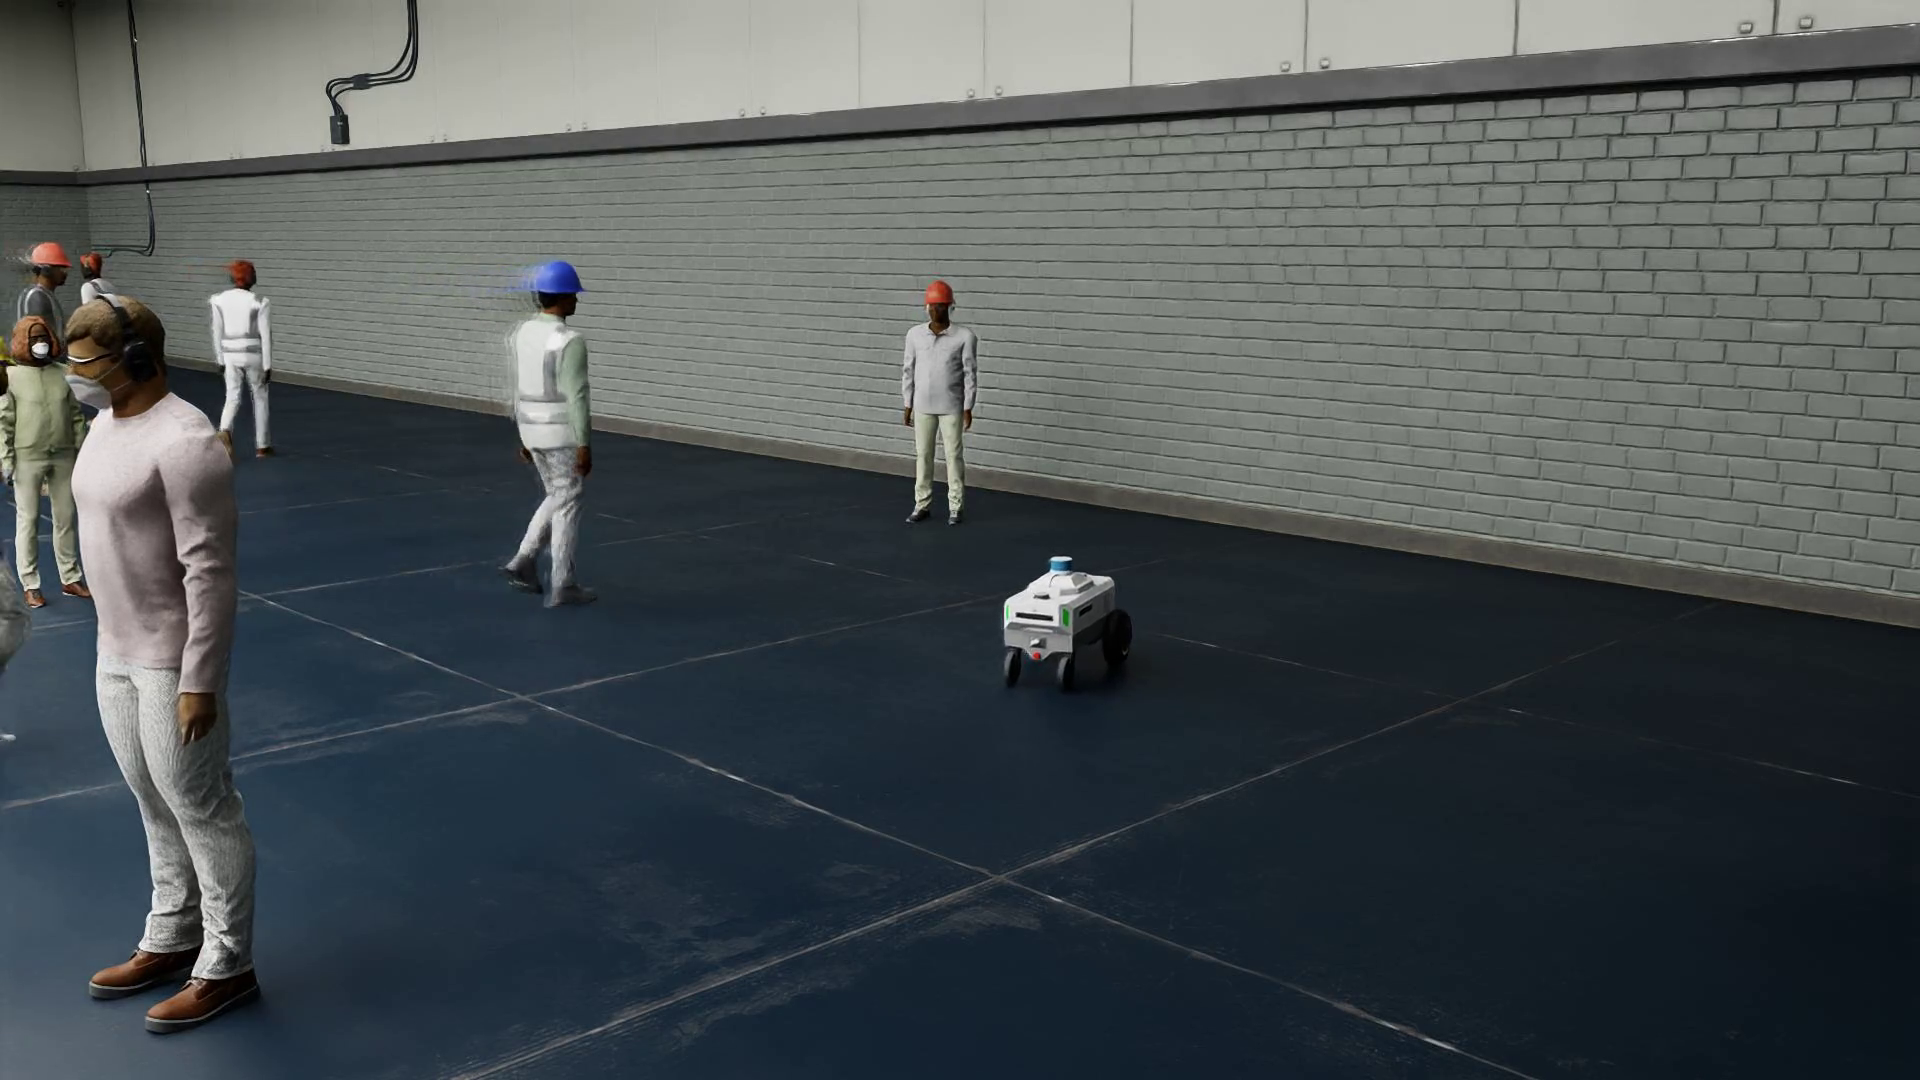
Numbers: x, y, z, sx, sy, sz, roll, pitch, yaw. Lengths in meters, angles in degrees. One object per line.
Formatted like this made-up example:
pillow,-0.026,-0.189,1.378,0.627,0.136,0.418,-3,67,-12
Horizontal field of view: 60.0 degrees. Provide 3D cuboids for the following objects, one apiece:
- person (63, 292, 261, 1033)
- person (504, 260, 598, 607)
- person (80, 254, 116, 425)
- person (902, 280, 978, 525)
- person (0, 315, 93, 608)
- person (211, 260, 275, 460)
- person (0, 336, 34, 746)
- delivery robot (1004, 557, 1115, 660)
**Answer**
person,-2.114,0.321,4.390,0.627,1.934,0.372,9,14,40
person,-2.246,-0.581,9.283,0.636,1.935,0.453,9,14,42
person,-9.460,-2.203,18.317,0.352,1.877,0.585,0,10,-2
person,-0.155,-0.988,12.005,0.563,1.755,0.320,3,11,17
person,-5.169,-0.448,9.396,0.279,1.633,0.505,7,12,33
person,-6.640,-1.656,15.387,0.578,1.864,0.816,0,10,-2
person,-3.936,0.015,6.642,0.439,1.717,0.501,-7,13,-35
delivery robot,0.478,0.323,7.870,0.477,0.478,0.707,5,11,23
